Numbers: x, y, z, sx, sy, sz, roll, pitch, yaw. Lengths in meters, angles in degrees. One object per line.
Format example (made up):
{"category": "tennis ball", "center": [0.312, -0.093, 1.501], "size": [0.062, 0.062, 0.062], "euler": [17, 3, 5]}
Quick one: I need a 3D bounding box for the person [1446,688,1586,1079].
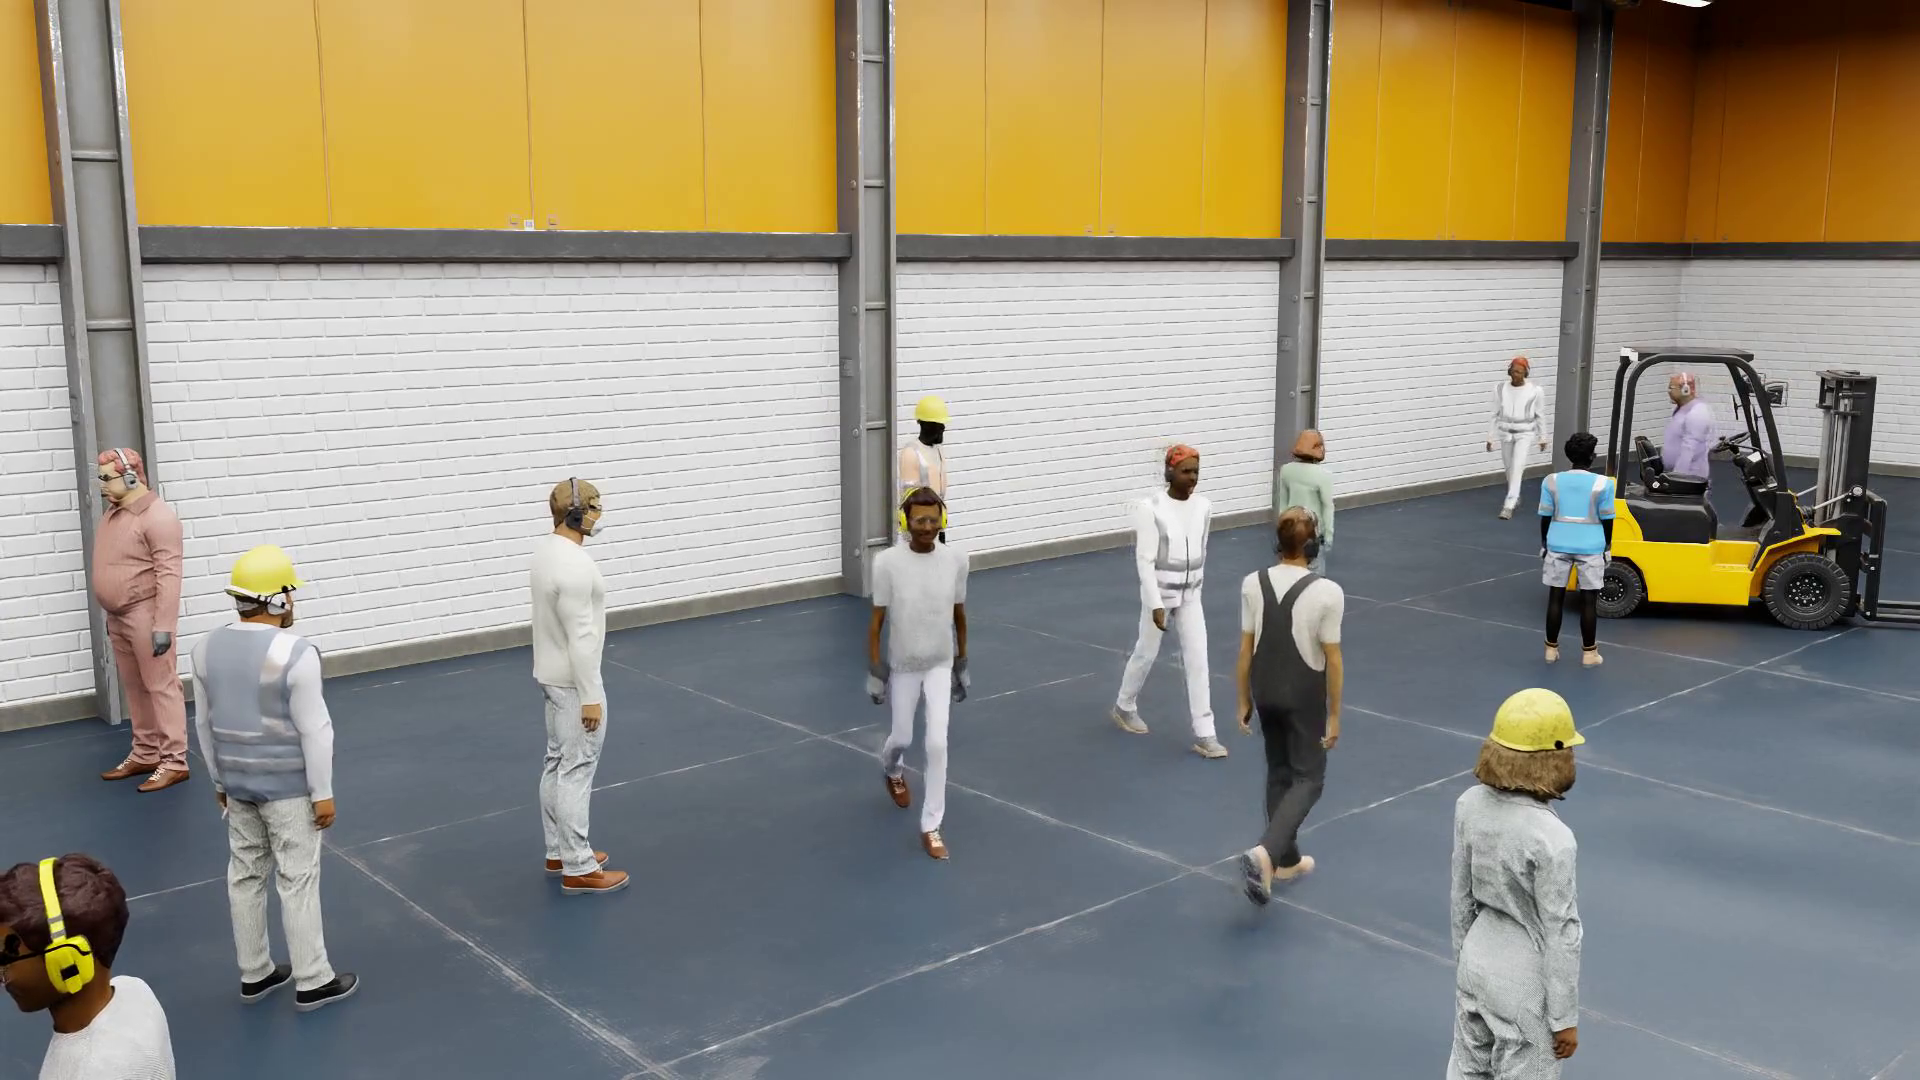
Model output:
{"category": "person", "center": [1.596, 1.273, 4.760], "size": [0.297, 1.744, 0.487], "euler": [-4, 10, -21]}

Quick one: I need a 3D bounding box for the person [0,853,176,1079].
{"category": "person", "center": [-1.627, 1.487, 3.158], "size": [0.329, 1.865, 0.507], "euler": [-4, 11, -24]}

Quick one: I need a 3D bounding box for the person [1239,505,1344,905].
{"category": "person", "center": [1.475, 0.755, 7.573], "size": [0.512, 1.828, 0.730], "euler": [8, 12, 38]}

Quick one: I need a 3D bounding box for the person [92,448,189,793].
{"category": "person", "center": [-4.558, 0.436, 9.204], "size": [0.639, 1.901, 0.406], "euler": [7, 12, 37]}

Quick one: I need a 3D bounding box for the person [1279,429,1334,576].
{"category": "person", "center": [2.657, -0.058, 12.929], "size": [0.585, 1.614, 0.503], "euler": [-8, 13, -39]}

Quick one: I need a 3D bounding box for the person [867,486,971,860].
{"category": "person", "center": [-0.216, 0.609, 8.394], "size": [0.539, 1.842, 0.827], "euler": [-2, 10, -13]}

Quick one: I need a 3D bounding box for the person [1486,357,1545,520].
{"category": "person", "center": [6.335, -1.181, 18.951], "size": [0.588, 1.820, 1.102], "euler": [7, 12, 36]}

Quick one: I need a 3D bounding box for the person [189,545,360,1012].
{"category": "person", "center": [-2.683, 0.929, 6.508], "size": [0.591, 1.834, 0.404], "euler": [4, 10, 21]}

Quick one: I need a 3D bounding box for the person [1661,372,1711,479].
{"category": "person", "center": [6.619, -0.594, 15.267], "size": [0.502, 1.886, 0.664], "euler": [1, 10, 5]}

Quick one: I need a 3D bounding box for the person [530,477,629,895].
{"category": "person", "center": [-1.793, 0.668, 7.728], "size": [0.354, 1.936, 0.636], "euler": [-5, 11, -27]}

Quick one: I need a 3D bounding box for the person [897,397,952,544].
{"category": "person", "center": [-0.248, -0.112, 12.378], "size": [0.436, 1.912, 0.590], "euler": [5, 11, 27]}

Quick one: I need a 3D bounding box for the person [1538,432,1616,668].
{"category": "person", "center": [4.421, 0.069, 11.942], "size": [0.530, 1.696, 0.321], "euler": [6, 12, 33]}

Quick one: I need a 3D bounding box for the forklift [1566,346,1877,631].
{"category": "forklift", "center": [6.109, -0.478, 13.691], "size": [2.313, 2.155, 1.214], "euler": [3, 10, 16]}

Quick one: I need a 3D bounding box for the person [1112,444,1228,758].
{"category": "person", "center": [1.248, 0.335, 9.991], "size": [0.578, 1.843, 0.963], "euler": [-5, 11, -27]}
